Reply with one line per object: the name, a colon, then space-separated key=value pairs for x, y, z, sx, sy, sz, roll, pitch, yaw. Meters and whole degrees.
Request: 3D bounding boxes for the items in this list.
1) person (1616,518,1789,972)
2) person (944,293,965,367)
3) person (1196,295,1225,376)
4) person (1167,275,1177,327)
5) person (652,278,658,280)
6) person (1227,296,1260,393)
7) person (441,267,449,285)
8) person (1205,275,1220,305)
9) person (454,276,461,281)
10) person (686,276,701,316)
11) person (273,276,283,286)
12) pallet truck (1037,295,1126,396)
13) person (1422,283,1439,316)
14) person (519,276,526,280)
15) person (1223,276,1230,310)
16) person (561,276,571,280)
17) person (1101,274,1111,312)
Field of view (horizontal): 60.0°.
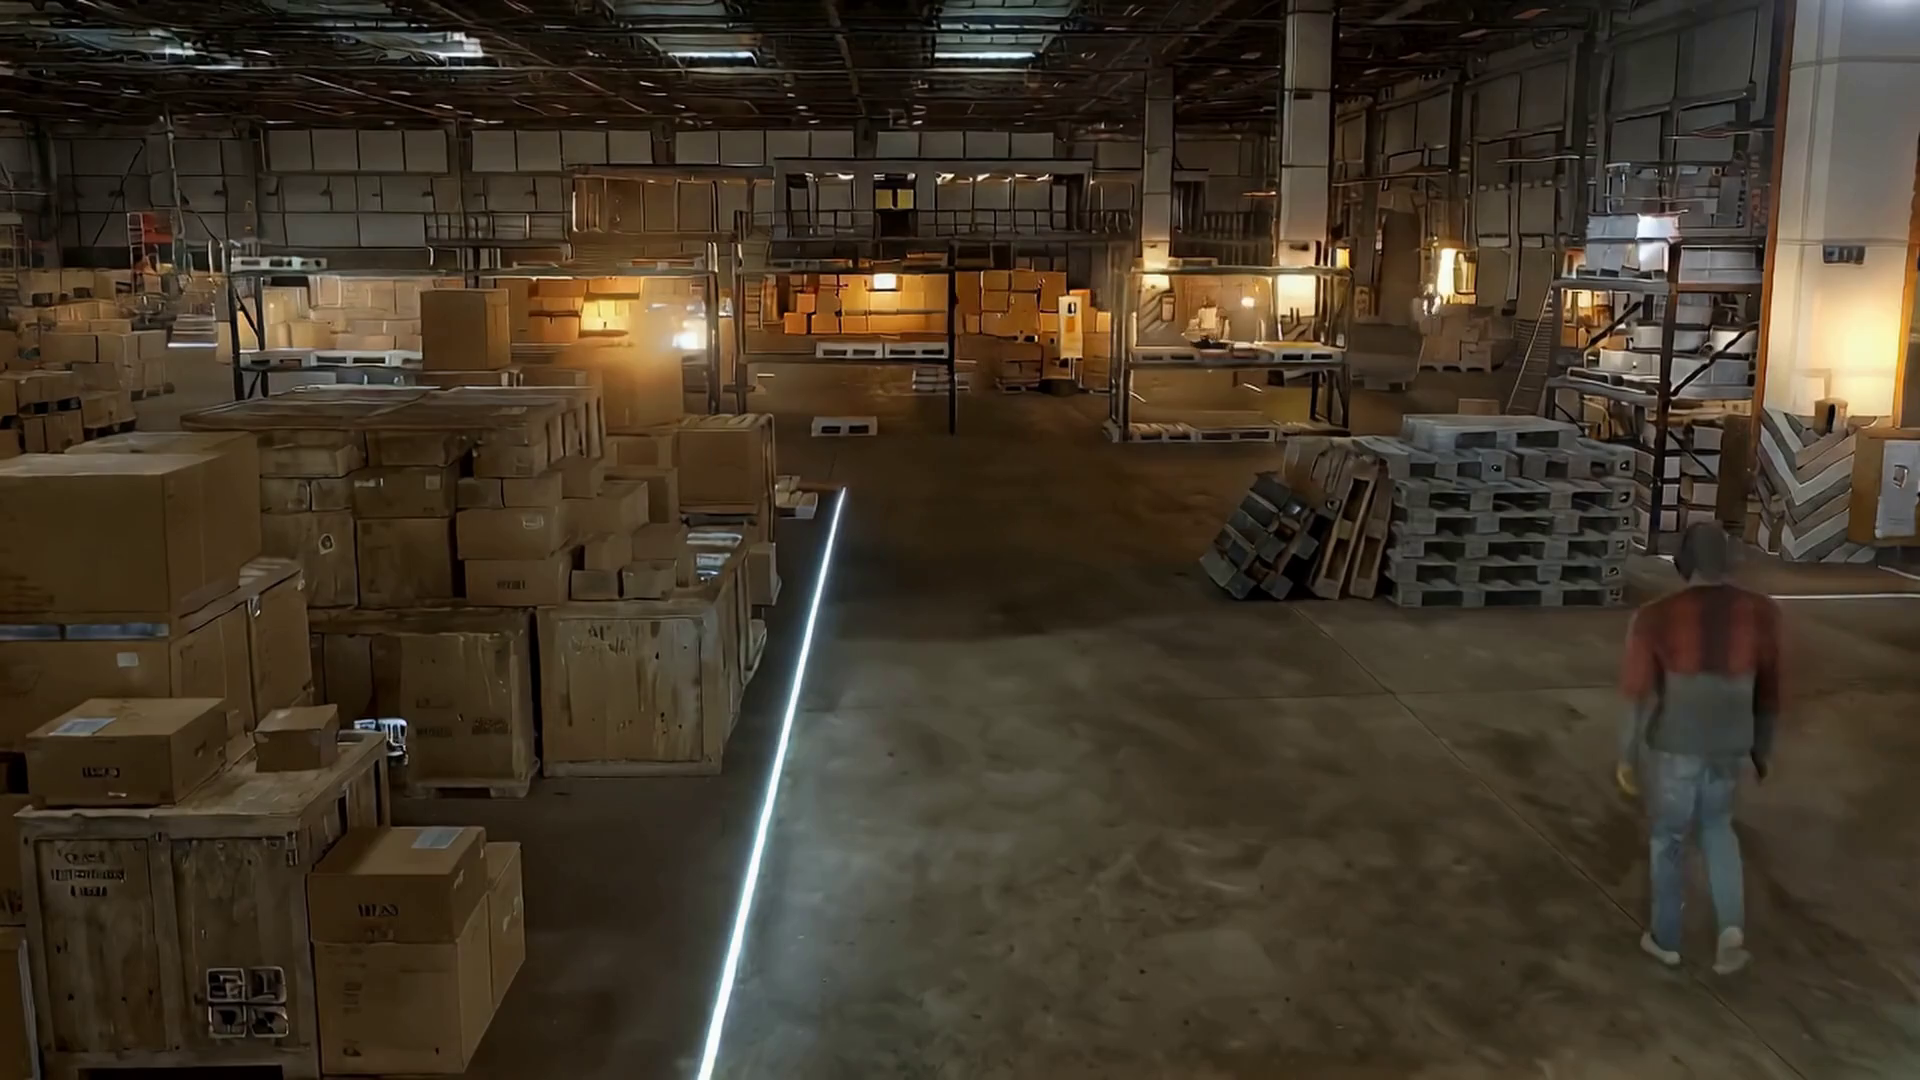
person: x=3.005 y=0.869 z=6.786 sx=0.651 sy=1.928 sz=0.517 roll=0 pitch=10 yaw=1
person: x=-0.116 y=-4.968 z=39.505 sx=0.530 sy=1.853 sz=0.578 roll=-3 pitch=11 yaw=-18
person: x=5.662 y=-4.623 z=37.672 sx=0.638 sy=1.832 sz=0.459 roll=4 pitch=11 yaw=23
person: x=7.557 y=-8.613 z=59.429 sx=0.381 sy=1.994 sz=0.614 roll=1 pitch=10 yaw=7
person: x=-9.501 y=-7.237 z=51.993 sx=0.612 sy=1.912 sz=0.731 roll=-5 pitch=11 yaw=-25
person: x=5.690 y=-3.903 z=33.353 sx=0.650 sy=1.934 sz=0.980 roll=1 pitch=10 yaw=4
person: x=-22.992 y=-11.233 z=74.340 sx=0.354 sy=1.883 sz=0.573 roll=-8 pitch=13 yaw=-36
person: x=9.405 y=-8.871 z=61.343 sx=0.661 sy=1.818 sz=0.727 roll=-9 pitch=13 yaw=-40
person: x=-17.242 y=-8.239 z=57.216 sx=0.691 sy=2.000 sz=0.781 roll=3 pitch=10 yaw=14
person: x=-8.165 y=-6.989 z=50.326 sx=0.627 sy=2.016 sz=0.684 roll=-2 pitch=10 yaw=-9
person: x=-25.905 y=-9.162 z=63.239 sx=0.532 sy=1.724 sz=0.884 roll=2 pitch=10 yaw=11
pallet truck: x=2.483 y=-3.881 z=33.060 sx=1.885 sy=1.965 sz=0.823 roll=-7 pitch=13 yaw=-36
person: x=15.302 y=-7.504 z=54.137 sx=0.539 sy=1.682 sz=0.412 roll=-2 pitch=10 yaw=-10
person: x=-14.972 y=-8.160 z=57.066 sx=0.543 sy=1.939 sz=0.359 roll=-2 pitch=10 yaw=-8
person: x=9.860 y=-8.985 z=62.180 sx=0.525 sy=1.758 sz=0.511 roll=-8 pitch=13 yaw=-38
person: x=-17.816 y=-11.449 z=75.560 sx=0.599 sy=1.886 sz=0.952 roll=-1 pitch=10 yaw=-7
person: x=5.095 y=-8.072 z=56.635 sx=0.815 sy=1.909 sz=0.580 roll=0 pitch=10 yaw=0
